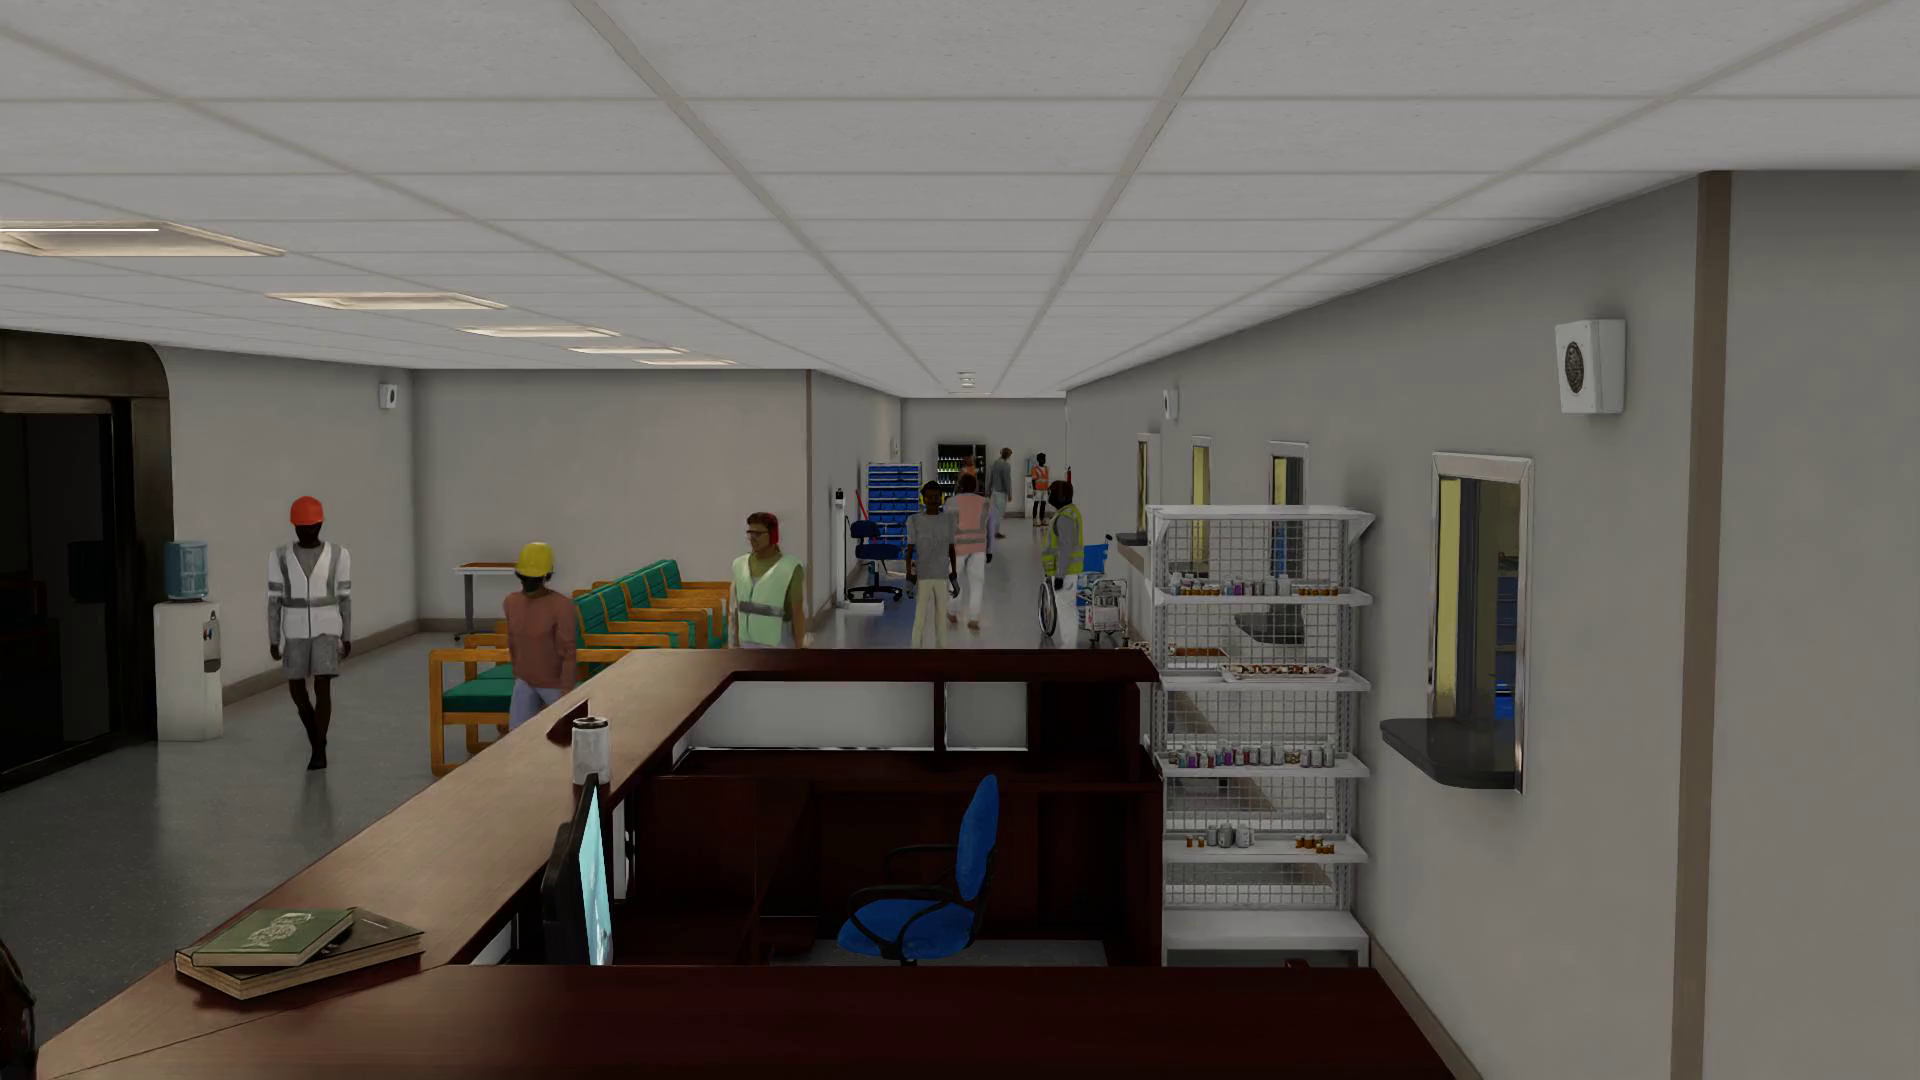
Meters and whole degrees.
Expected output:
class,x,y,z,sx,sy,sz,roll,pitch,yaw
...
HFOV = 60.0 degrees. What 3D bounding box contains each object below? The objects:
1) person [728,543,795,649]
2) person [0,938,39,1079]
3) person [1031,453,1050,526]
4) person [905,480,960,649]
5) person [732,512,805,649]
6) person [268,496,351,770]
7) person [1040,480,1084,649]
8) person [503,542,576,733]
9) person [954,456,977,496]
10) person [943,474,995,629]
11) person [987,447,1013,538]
class,x,y,z,sx,sy,sz,roll,pitch,yaw
person,-1.346,0.802,11.510,0.508,1.593,0.818,-1,4,-8
person,-1.201,1.365,1.988,0.629,1.835,0.429,-2,5,-30
person,1.864,-1.156,38.286,0.542,1.696,0.316,-4,5,-41
person,-0.257,0.370,15.673,0.538,1.869,0.312,-1,4,-18
person,-1.268,0.710,11.269,0.570,1.824,0.763,2,5,30
person,-4.587,0.631,11.772,0.551,1.911,0.730,-1,4,-15
person,1.021,0.318,16.609,0.429,1.842,0.628,1,4,9
person,-2.453,0.863,9.749,0.542,1.722,0.760,2,4,20
person,0.111,-1.134,38.604,0.816,1.601,0.531,4,6,43
person,0.079,0.124,19.593,0.659,1.794,0.939,-1,4,-10
person,0.846,-0.975,34.354,0.479,1.896,0.656,-2,4,-23
